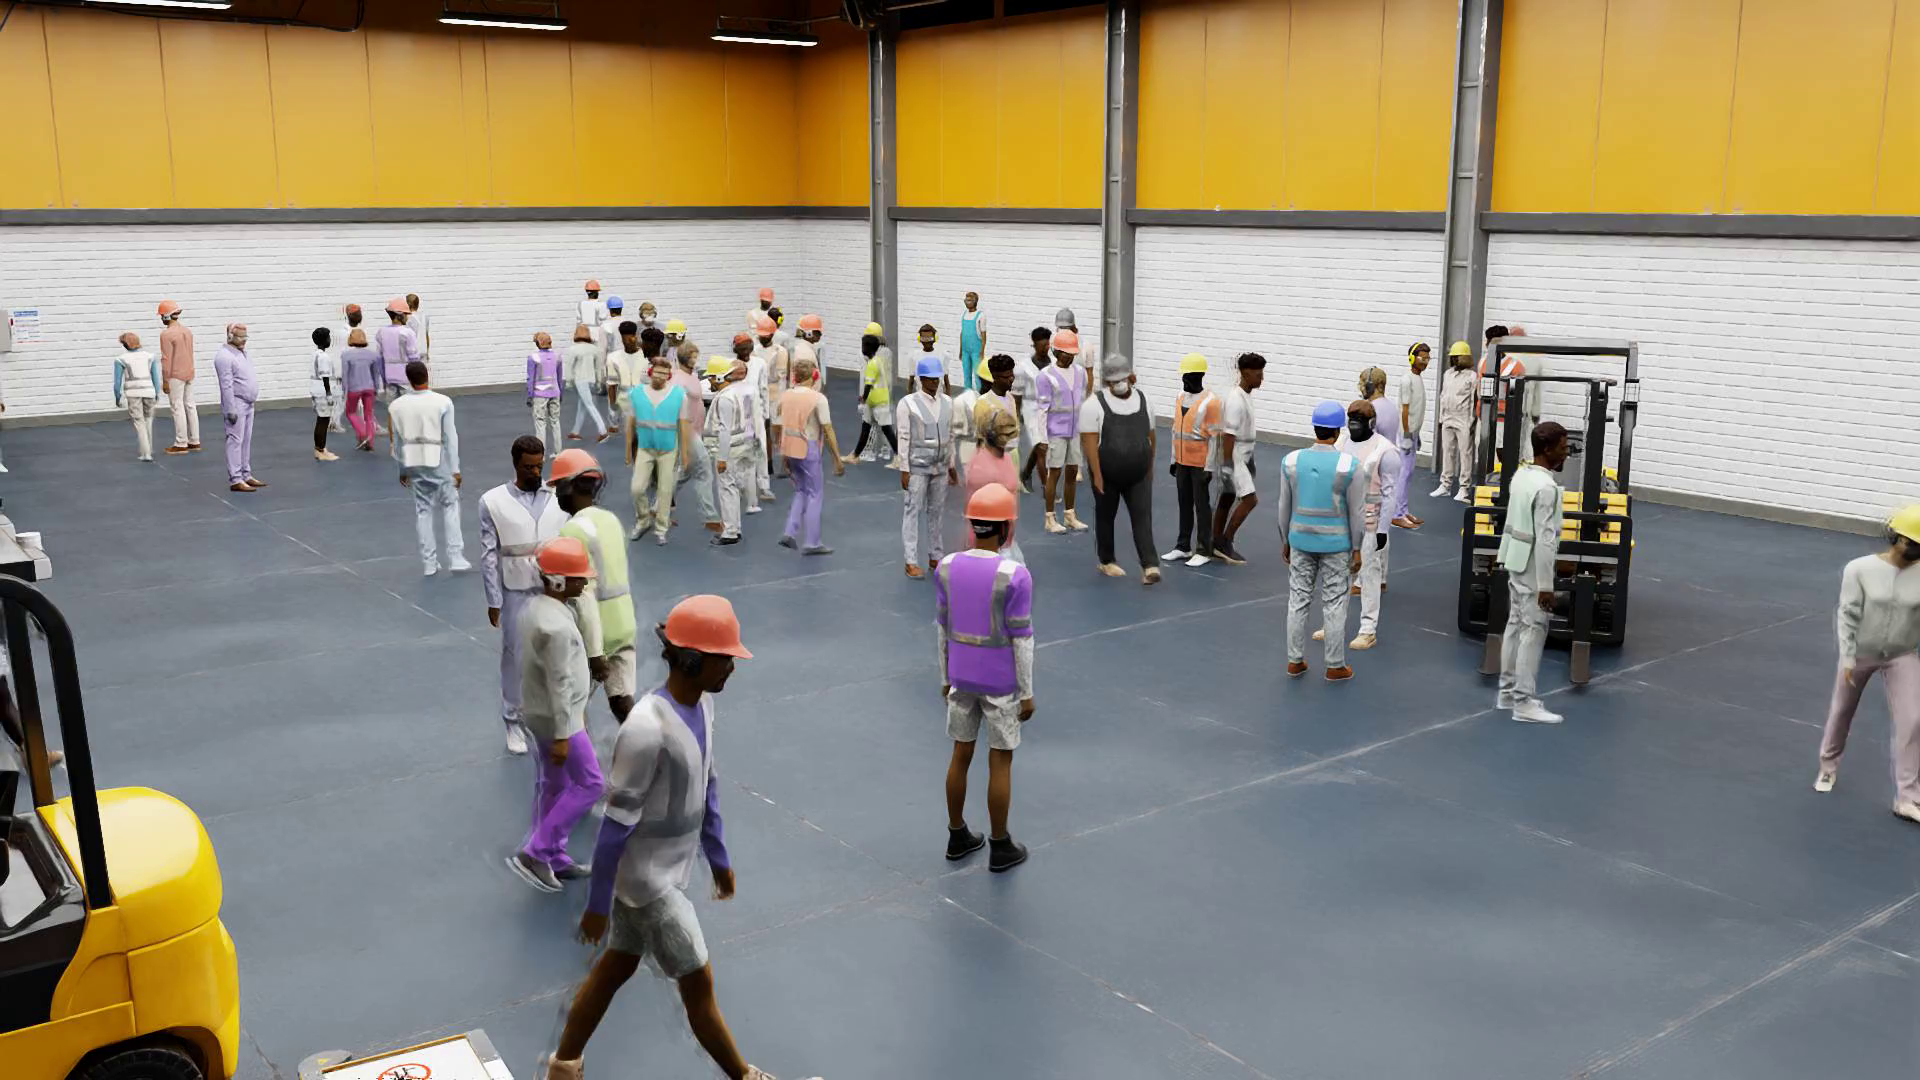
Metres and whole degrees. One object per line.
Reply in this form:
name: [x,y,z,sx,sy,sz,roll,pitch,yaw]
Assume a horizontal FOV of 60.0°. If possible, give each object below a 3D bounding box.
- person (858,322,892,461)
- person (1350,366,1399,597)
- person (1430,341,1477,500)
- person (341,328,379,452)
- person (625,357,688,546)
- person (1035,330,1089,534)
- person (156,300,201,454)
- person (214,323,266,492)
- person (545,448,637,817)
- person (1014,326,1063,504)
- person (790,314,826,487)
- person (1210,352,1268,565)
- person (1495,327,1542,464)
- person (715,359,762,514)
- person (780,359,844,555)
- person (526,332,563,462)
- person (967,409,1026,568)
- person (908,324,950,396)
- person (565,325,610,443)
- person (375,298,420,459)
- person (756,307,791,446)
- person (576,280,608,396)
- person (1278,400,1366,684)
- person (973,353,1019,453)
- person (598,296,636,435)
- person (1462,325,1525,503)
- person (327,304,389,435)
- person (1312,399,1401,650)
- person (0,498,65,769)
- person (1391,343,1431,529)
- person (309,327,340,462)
person: [-1.076,-1.868,20.973,0.489,1.746,0.285,-9,15,-38]
person: [3.427,-0.481,13.846,0.384,1.929,0.635,7,14,32]
person: [5.461,-1.309,18.277,0.307,1.744,0.484,-8,14,-34]
person: [-7.806,-1.942,21.642,0.518,1.618,0.356,-11,16,-42]
person: [-2.876,-0.845,15.870,0.625,1.816,0.452,1,12,3]
person: [1.028,-1.060,16.402,0.615,2.028,0.409,-10,15,-39]
person: [-10.166,-2.115,21.596,0.412,1.984,0.621,1,12,7]
person: [-8.150,-1.507,18.863,0.401,1.901,0.642,0,12,-2]
person: [-1.944,0.512,8.904,0.799,1.978,0.639,4,12,17]
person: [0.866,-1.401,18.316,0.600,1.927,1.008,-7,13,-29]
person: [-1.739,-1.597,19.110,0.435,1.980,0.634,-2,12,-10]
person: [2.496,-0.732,15.025,0.505,1.938,0.618,2,12,11]
person: [6.241,-1.458,18.737,0.761,1.872,0.510,-7,14,-31]
person: [-2.315,-1.087,17.499,0.532,1.621,0.391,3,12,15]
person: [-1.410,-0.750,15.362,0.423,1.826,0.643,-10,15,-40]
person: [-5.211,-1.803,20.942,0.313,1.631,0.523,10,15,40]
person: [0.216,0.057,11.249,0.510,1.913,0.654,3,12,15]
person: [-0.355,-1.588,19.351,0.510,1.861,0.324,0,12,-1]
person: [-5.053,-2.120,22.574,0.857,1.584,0.496,8,14,33]
person: [-7.067,-2.032,21.061,0.605,2.036,0.393,5,13,21]
person: [-2.484,-2.179,22.217,0.533,1.855,0.346,4,12,19]
person: [-6.107,-3.357,27.709,0.547,1.934,0.376,3,12,14]
person: [2.476,0.017,11.377,0.611,1.947,0.388,7,14,32]
person: [0.332,-0.659,14.600,0.362,1.963,0.613,6,13,26]
person: [-4.759,-2.430,23.223,0.611,1.940,0.415,-8,14,-33]
person: [5.735,-1.331,17.865,0.379,1.958,0.600,-8,14,-33]
person: [-8.513,-2.381,23.252,0.976,1.844,0.582,0,12,1]
person: [2.918,-0.121,12.300,0.429,1.847,0.625,-10,15,-39]
person: [-5.557,0.533,9.619,0.880,1.643,0.538,1,12,6]
person: [4.559,-1.054,16.760,0.334,1.864,0.521,6,13,28]
person: [-8.019,-1.836,20.968,0.320,1.693,0.538,-7,14,-31]
